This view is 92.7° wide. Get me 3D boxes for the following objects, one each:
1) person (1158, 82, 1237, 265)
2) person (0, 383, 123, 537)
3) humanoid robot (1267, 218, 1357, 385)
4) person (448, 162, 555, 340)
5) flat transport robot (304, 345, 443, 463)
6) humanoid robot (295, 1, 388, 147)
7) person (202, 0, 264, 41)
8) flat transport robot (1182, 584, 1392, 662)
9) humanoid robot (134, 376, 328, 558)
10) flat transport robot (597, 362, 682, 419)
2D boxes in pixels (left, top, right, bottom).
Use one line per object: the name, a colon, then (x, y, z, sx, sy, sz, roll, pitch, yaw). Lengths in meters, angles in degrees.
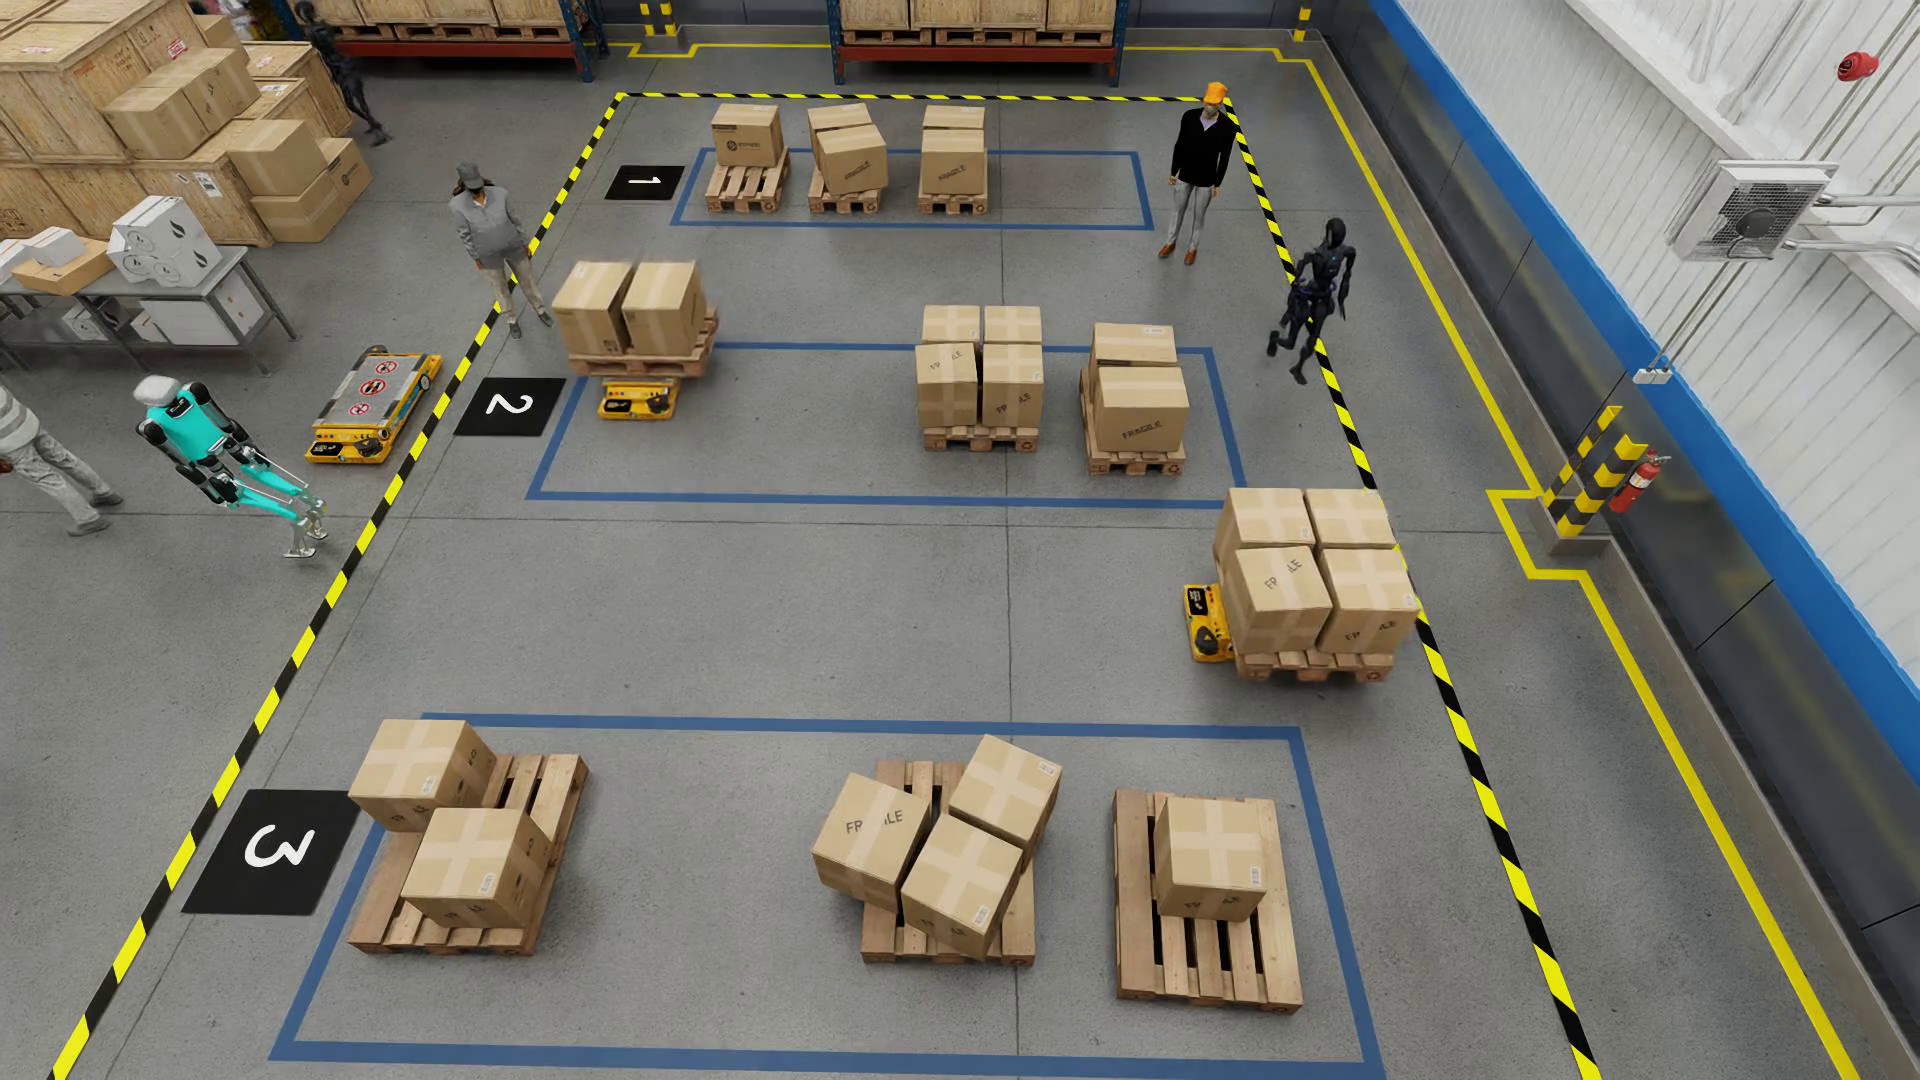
person: (2.456, -3.776, 9.505, 0.586, 1.884, 0.361, 22, 53, 18)
person: (-7.256, -0.806, 6.958, 0.424, 1.939, 0.606, -11, 51, -9)
humanoid robot: (3.199, -2.203, 8.315, 0.601, 1.645, 0.522, -8, 50, -6)
person: (-4.384, -2.765, 8.726, 0.560, 1.765, 0.400, -28, 55, -22)
flat transport robot: (-5.383, -1.269, 8.441, 0.659, 0.231, 1.431, 1, 50, 1)
humanoid robot: (-7.645, -5.770, 11.330, 0.601, 1.643, 0.387, 33, 57, 25)
person: (-9.539, -6.802, 12.120, 0.602, 1.798, 0.637, -10, 51, -8)
flat transport robot: (2.436, 0.590, 6.849, 1.431, 0.197, 0.652, 1, 50, 1)
humanoid robot: (-5.171, -0.478, 6.719, 0.735, 1.681, 0.533, 9, 50, 8)
flat transport robot: (-2.972, -1.711, 8.796, 0.652, 0.197, 1.431, 1, 50, 1)
